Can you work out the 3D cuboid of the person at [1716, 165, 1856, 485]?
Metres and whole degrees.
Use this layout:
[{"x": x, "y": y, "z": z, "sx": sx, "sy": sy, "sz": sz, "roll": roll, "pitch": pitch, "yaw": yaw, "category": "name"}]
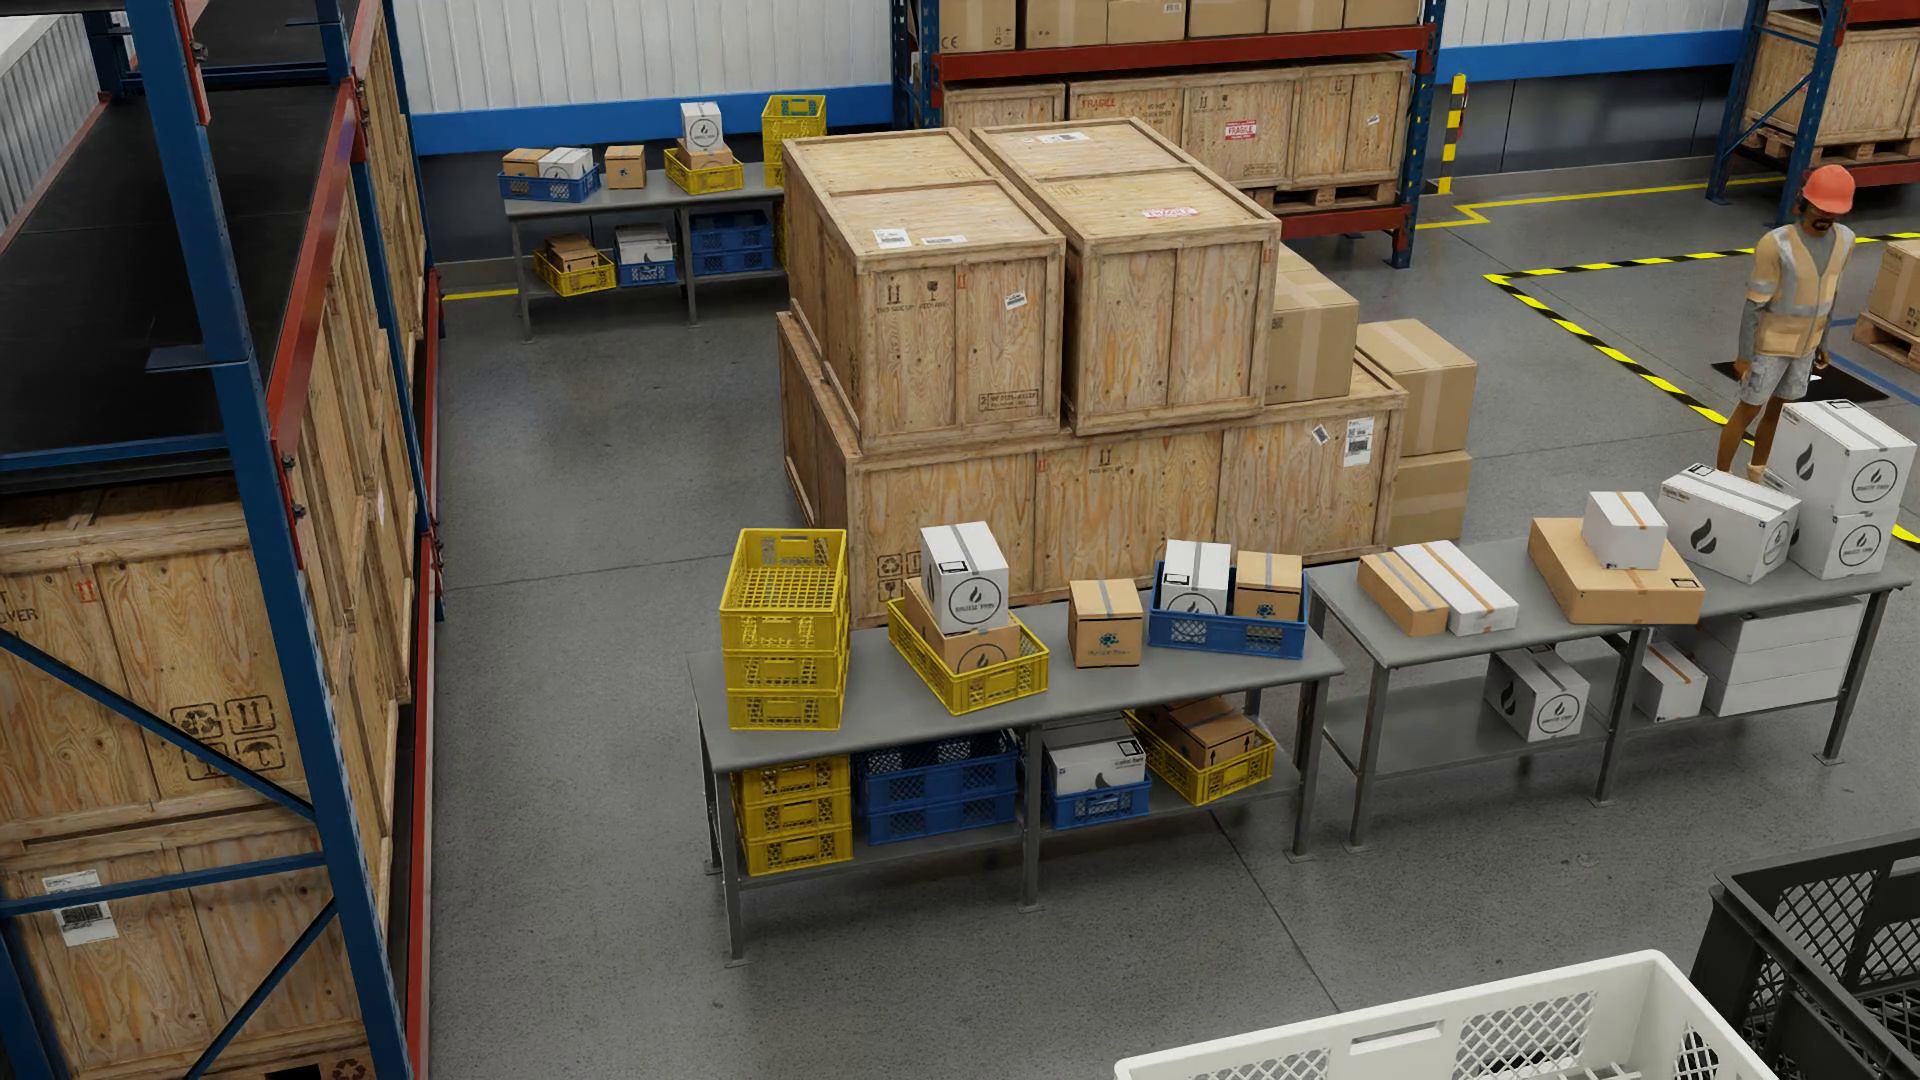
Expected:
[{"x": 4.611, "y": -1.088, "z": 9.259, "sx": 0.614, "sy": 2.037, "sz": 0.382, "roll": -9, "pitch": 30, "yaw": -15, "category": "person"}]
